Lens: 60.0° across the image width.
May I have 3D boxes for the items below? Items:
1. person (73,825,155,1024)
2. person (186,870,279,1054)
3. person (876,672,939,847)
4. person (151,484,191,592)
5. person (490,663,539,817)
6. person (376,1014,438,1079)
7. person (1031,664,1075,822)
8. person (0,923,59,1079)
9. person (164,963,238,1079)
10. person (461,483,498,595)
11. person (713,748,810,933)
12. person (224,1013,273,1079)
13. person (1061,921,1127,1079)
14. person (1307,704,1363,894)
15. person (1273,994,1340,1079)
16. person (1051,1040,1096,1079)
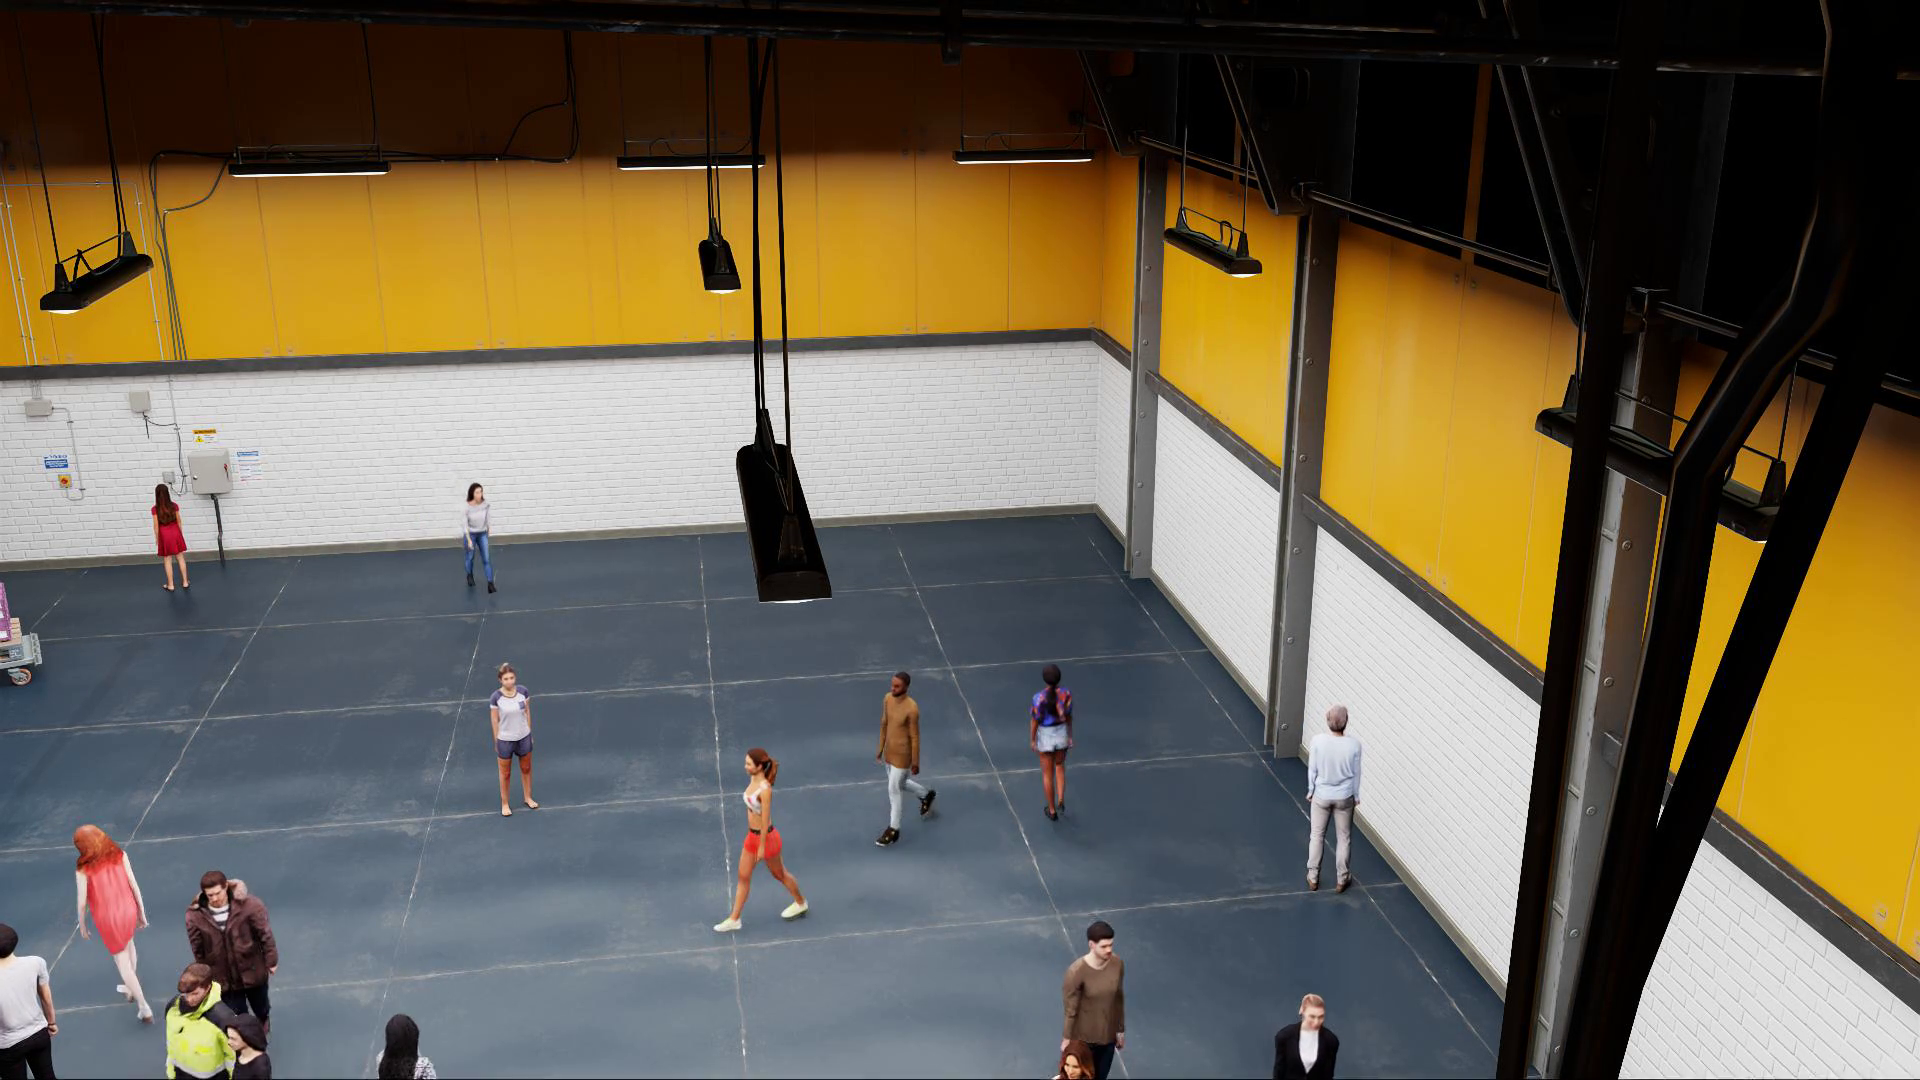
[{"bbox_3d":[-6.886,3.184,13.661,1.002,1.790,0.916,16,25,40],"label":"person"},{"bbox_3d":[-5.691,3.356,13.114,0.850,1.813,1.052,-6,20,-18],"label":"person"},{"bbox_3d":[-0.551,2.142,16.751,1.074,1.792,1.149,-16,24,-40],"label":"person"},{"bbox_3d":[-11.243,-0.056,23.653,0.659,1.554,0.720,-15,23,-37],"label":"person"},{"bbox_3d":[-4.640,2.054,17.276,0.649,1.624,0.641,-12,22,-32],"label":"person"},{"bbox_3d":[-3.752,4.057,11.251,1.106,1.673,1.238,10,21,28],"label":"person"},{"bbox_3d":[0.979,2.095,16.986,0.647,1.732,0.636,-6,19,-16],"label":"person"},{"bbox_3d":[-6.862,3.650,12.160,0.788,1.864,0.733,13,23,34],"label":"person"},{"bbox_3d":[-5.219,3.755,11.734,1.182,1.938,1.279,10,21,28],"label":"person"},{"bbox_3d":[-6.894,-0.031,23.540,0.931,1.578,1.174,-12,22,-33],"label":"person"},{"bbox_3d":[-1.702,2.725,15.100,0.886,1.741,1.148,-9,20,-24],"label":"person"},{"bbox_3d":[-4.636,3.991,11.307,1.034,1.763,1.083,-17,25,-41],"label":"person"},{"bbox_3d":[0.923,3.612,12.258,0.740,1.875,0.727,-11,21,-29],"label":"person"},{"bbox_3d":[3.534,2.433,15.727,0.738,1.894,0.728,5,19,14],"label":"person"},{"bbox_3d":[2.382,3.899,11.703,0.803,1.684,1.070,2,19,6],"label":"person"},{"bbox_3d":[0.757,4.088,10.985,0.667,1.785,0.685,7,20,20],"label":"person"}]
